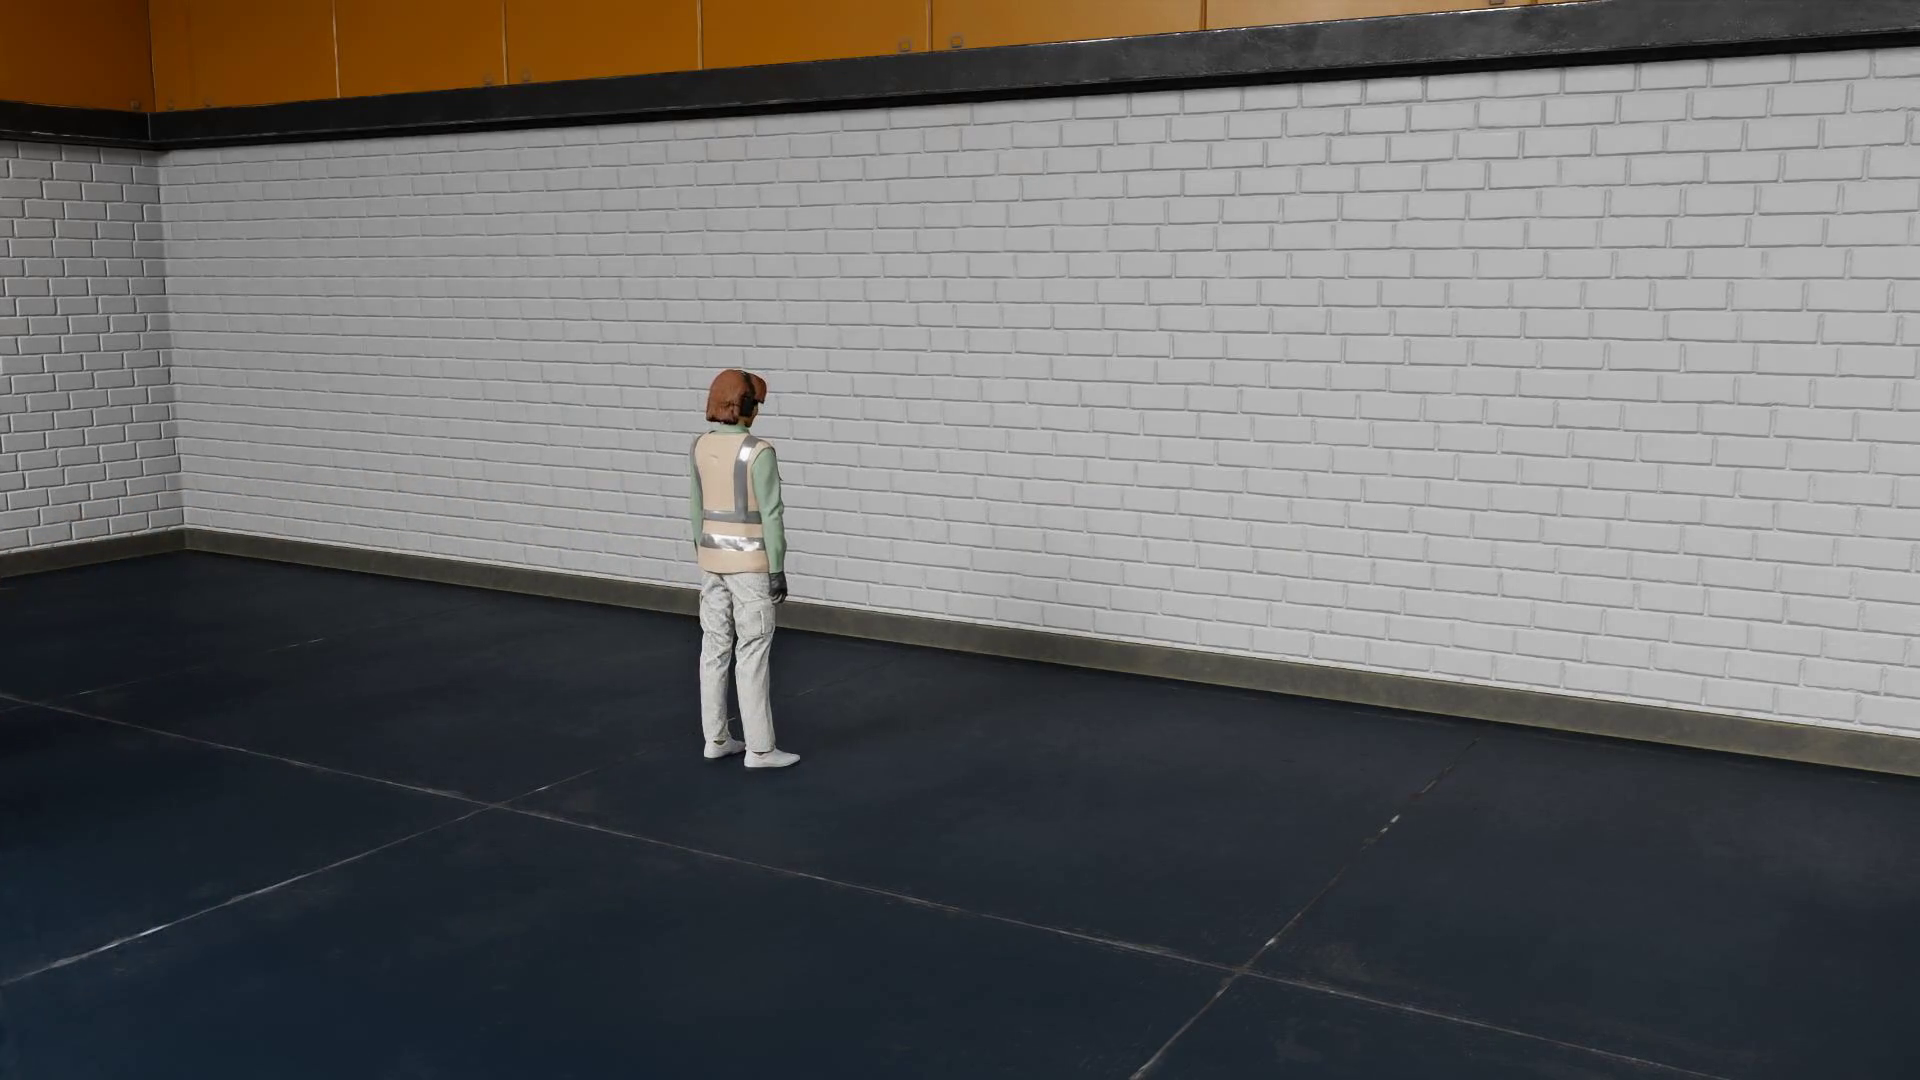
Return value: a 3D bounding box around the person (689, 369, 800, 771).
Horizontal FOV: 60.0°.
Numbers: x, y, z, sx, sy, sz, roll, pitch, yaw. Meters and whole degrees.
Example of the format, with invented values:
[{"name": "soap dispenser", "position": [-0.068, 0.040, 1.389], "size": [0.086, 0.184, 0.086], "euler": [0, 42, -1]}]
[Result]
[{"name": "person", "position": [-0.903, 0.125, 6.798], "size": [0.511, 1.638, 0.308], "euler": [8, 12, 39]}]
